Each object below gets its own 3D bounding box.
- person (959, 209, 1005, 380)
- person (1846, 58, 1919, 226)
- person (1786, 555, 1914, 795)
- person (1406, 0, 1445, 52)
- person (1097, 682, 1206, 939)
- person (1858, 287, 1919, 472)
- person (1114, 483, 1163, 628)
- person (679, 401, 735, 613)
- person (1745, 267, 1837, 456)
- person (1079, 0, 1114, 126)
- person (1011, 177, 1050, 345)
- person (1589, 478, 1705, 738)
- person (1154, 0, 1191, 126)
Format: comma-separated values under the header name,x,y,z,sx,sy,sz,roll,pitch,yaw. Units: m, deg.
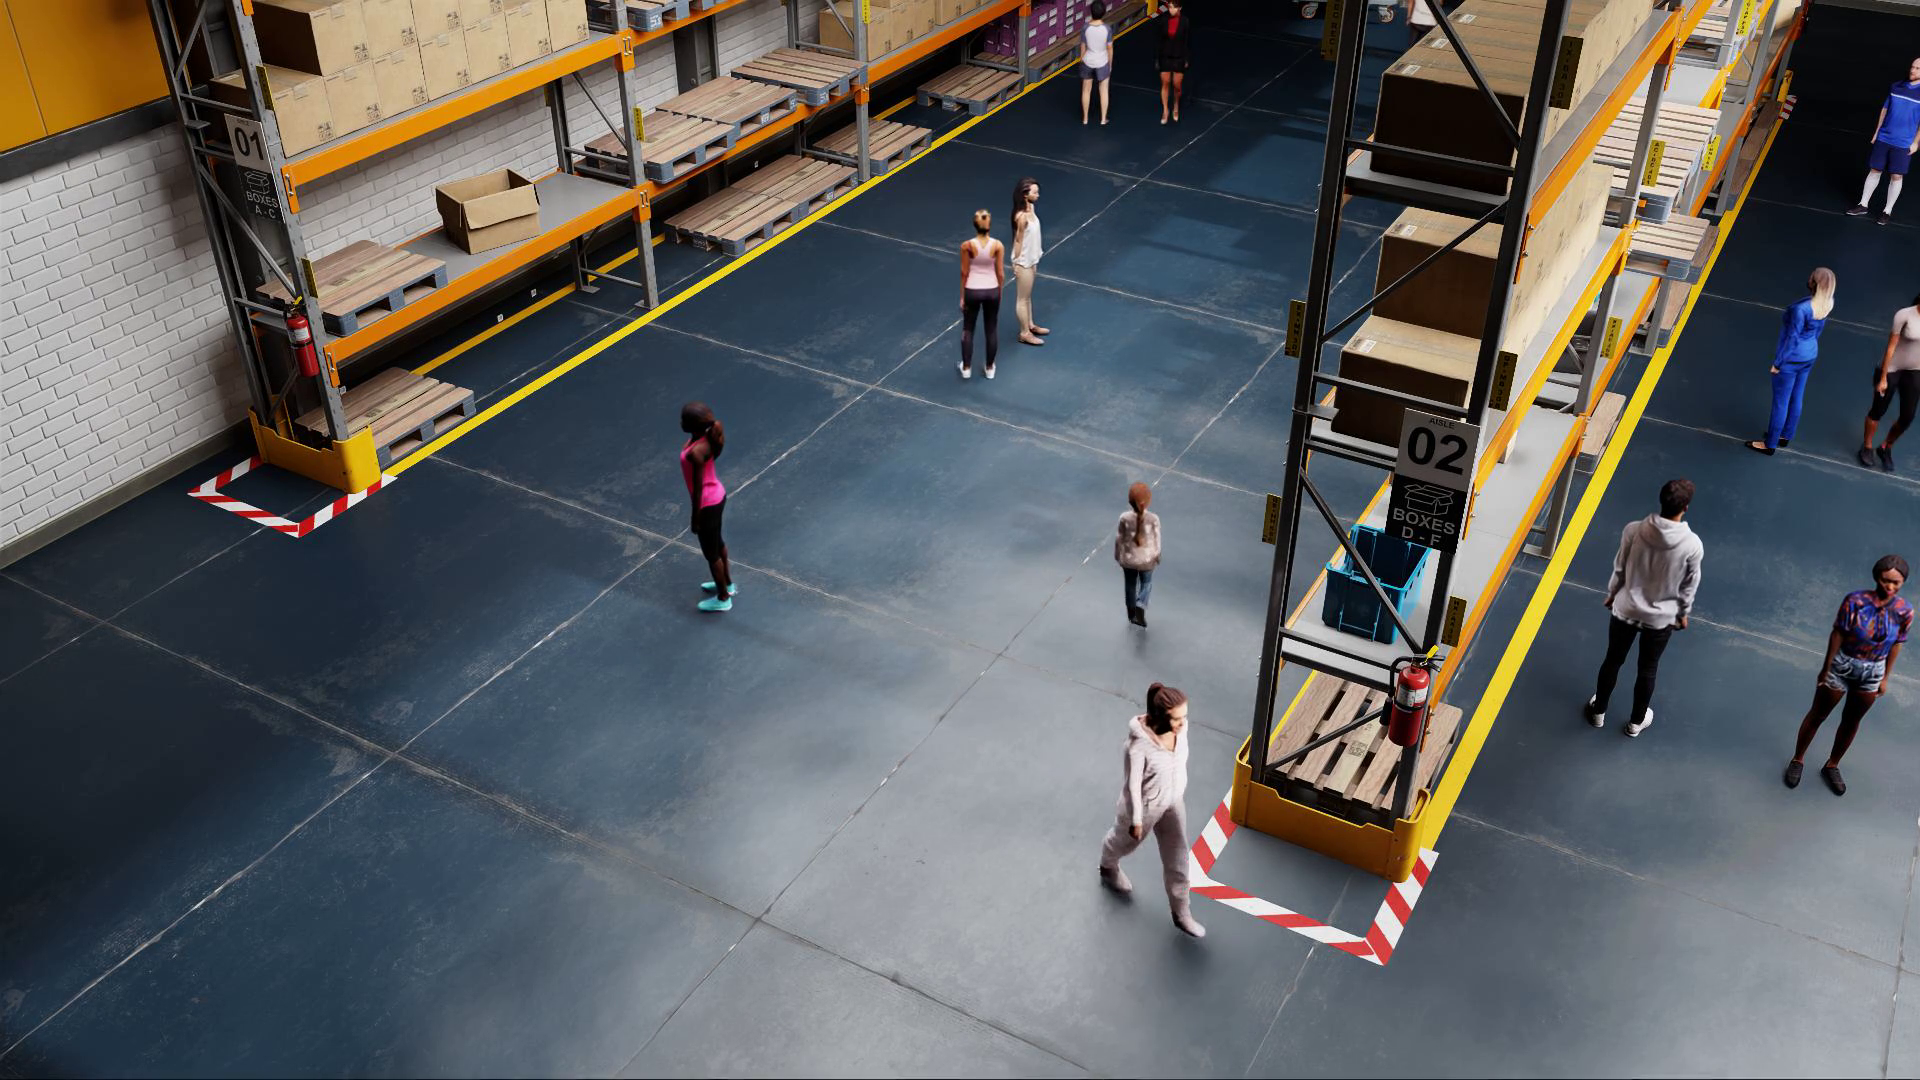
name,x,y,z,sx,sy,sz,roll,pitch,yaw
person,0.194,-2.248,15.261,0.648,1.643,0.679,-2,34,-3
person,10.343,-4.426,18.357,0.705,1.842,0.744,-24,41,-32
person,5.652,0.841,10.523,0.643,1.743,0.610,8,34,11
person,6.219,-6.992,22.330,0.630,1.718,0.538,21,39,28
person,1.047,1.481,9.647,1.092,1.646,0.989,-21,39,-28
person,7.850,-1.431,13.954,0.699,1.729,0.726,4,34,6
person,1.292,0.138,12.082,0.601,1.188,0.698,6,34,10
person,-1.835,-0.255,12.192,0.695,1.722,0.600,3,34,4
person,7.108,-1.523,14.118,0.638,1.700,0.760,-19,38,-26
person,1.719,-6.049,21.049,0.637,1.565,0.634,5,34,7
person,0.608,-2.680,15.901,0.677,1.653,0.620,-6,34,-9
person,4.512,0.447,10.947,0.677,1.929,0.559,17,37,24
person,2.685,-6.058,21.005,0.636,1.628,0.670,10,35,15
